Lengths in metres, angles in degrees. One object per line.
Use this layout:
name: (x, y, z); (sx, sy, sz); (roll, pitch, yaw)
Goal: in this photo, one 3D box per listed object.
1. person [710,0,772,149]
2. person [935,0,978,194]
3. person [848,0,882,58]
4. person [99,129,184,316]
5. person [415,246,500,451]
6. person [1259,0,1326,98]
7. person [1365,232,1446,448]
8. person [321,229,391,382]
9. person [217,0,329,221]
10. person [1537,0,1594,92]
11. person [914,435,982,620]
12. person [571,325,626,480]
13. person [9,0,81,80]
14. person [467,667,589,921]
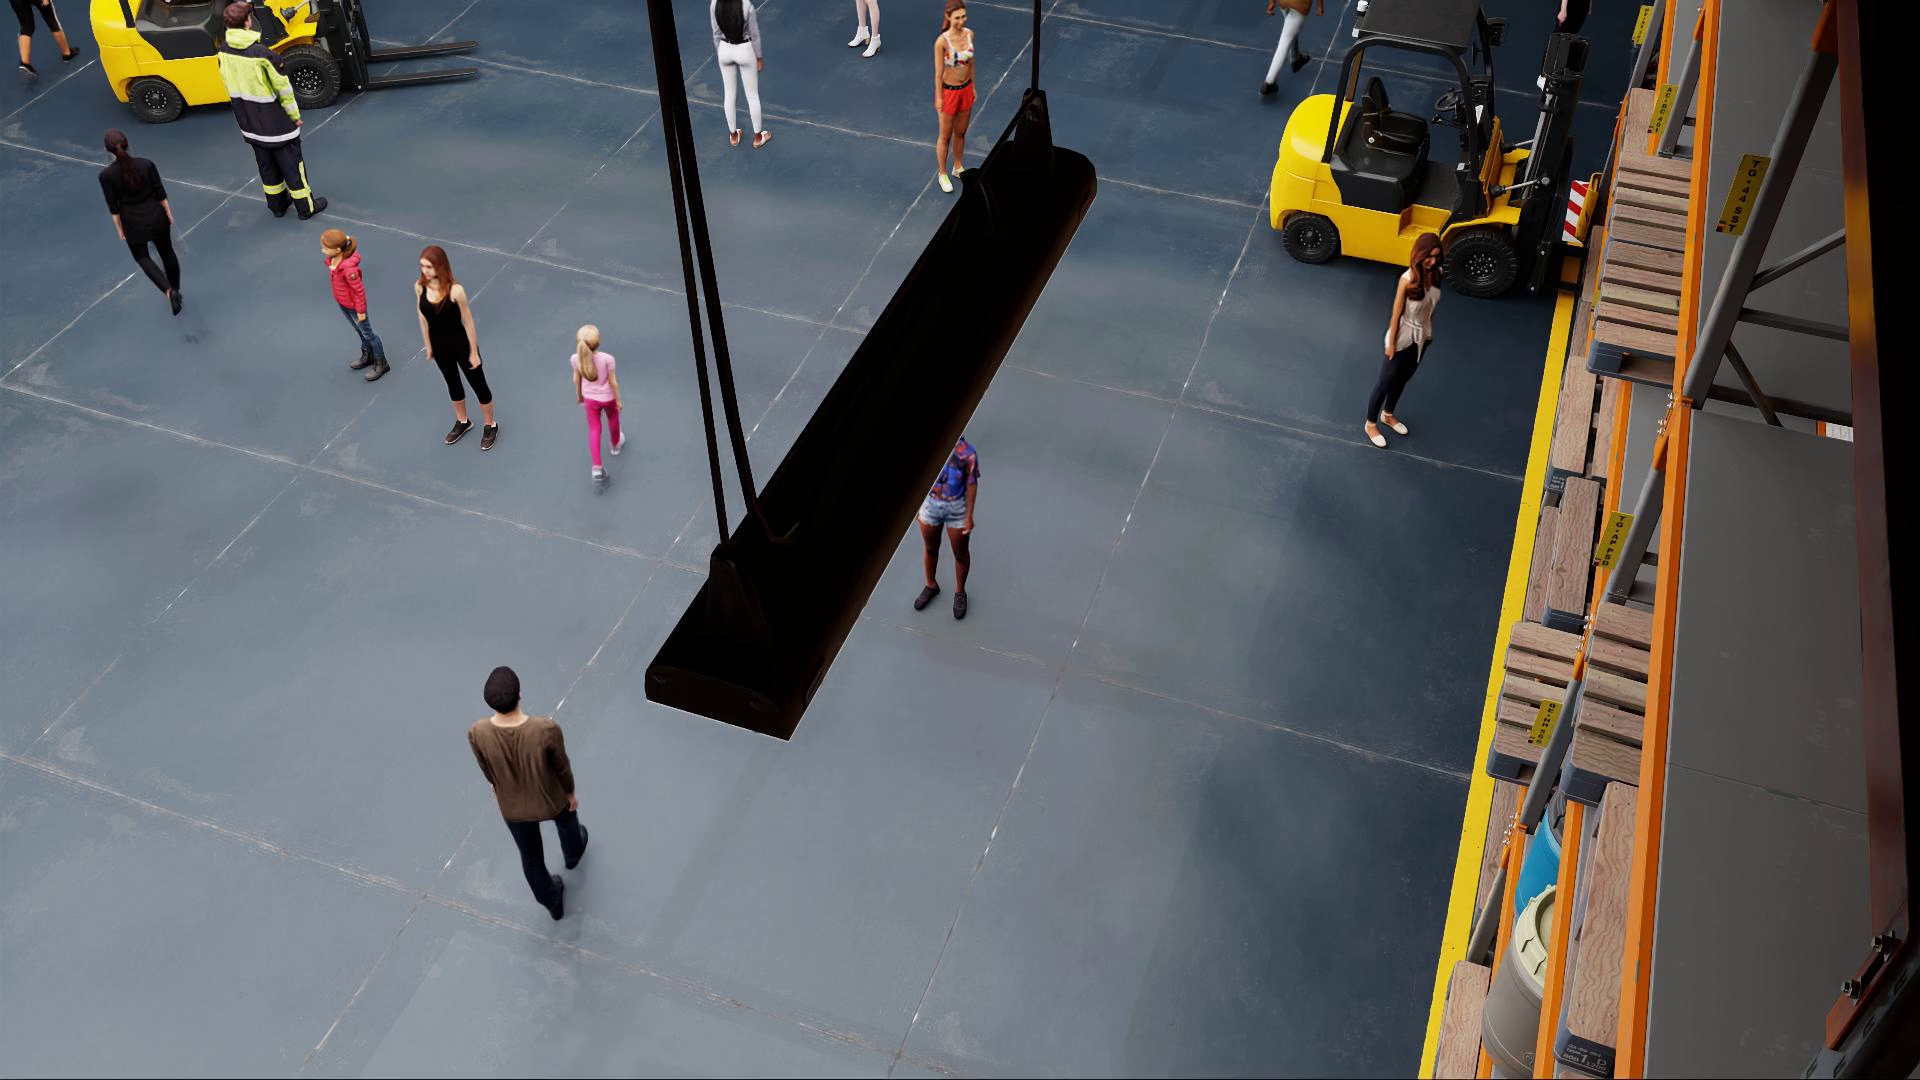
person: (-2.062, -4.472, 15.433); (0.621, 1.724, 0.562); (8, 44, 9)
person: (-0.045, -3.993, 14.883); (0.641, 1.789, 0.732); (-26, 49, -25)
person: (-0.982, -5.779, 16.731); (0.700, 1.826, 0.677); (-25, 49, -24)
person: (-6.560, -2.512, 13.434); (0.884, 1.643, 0.897); (-28, 50, -26)
person: (-3.712, -1.434, 12.242); (0.567, 1.726, 0.514); (13, 45, 13)
person: (3.204, -5.160, 16.123); (0.936, 1.769, 1.279); (29, 51, 27)
person: (3.290, -1.496, 12.265); (0.654, 1.784, 0.745); (-25, 49, -24)
person: (-4.732, -1.858, 12.983); (0.609, 1.318, 0.590); (-34, 53, -31)
person: (-6.045, -3.727, 14.464); (0.793, 1.981, 0.668); (10, 44, 10)
person: (5.985, -5.227, 16.212); (0.645, 1.742, 0.725); (-22, 48, -22)
person: (-0.090, -0.204, 10.940); (0.584, 1.741, 0.508); (13, 45, 14)
person: (-2.650, -1.006, 12.136); (0.676, 1.254, 0.925); (1, 44, 1)
person: (-9.283, -5.394, 16.455); (0.758, 1.650, 1.082); (4, 44, 4)
person: (-2.347, 1.463, 9.098); (0.864, 1.869, 0.976); (-5, 44, -6)
